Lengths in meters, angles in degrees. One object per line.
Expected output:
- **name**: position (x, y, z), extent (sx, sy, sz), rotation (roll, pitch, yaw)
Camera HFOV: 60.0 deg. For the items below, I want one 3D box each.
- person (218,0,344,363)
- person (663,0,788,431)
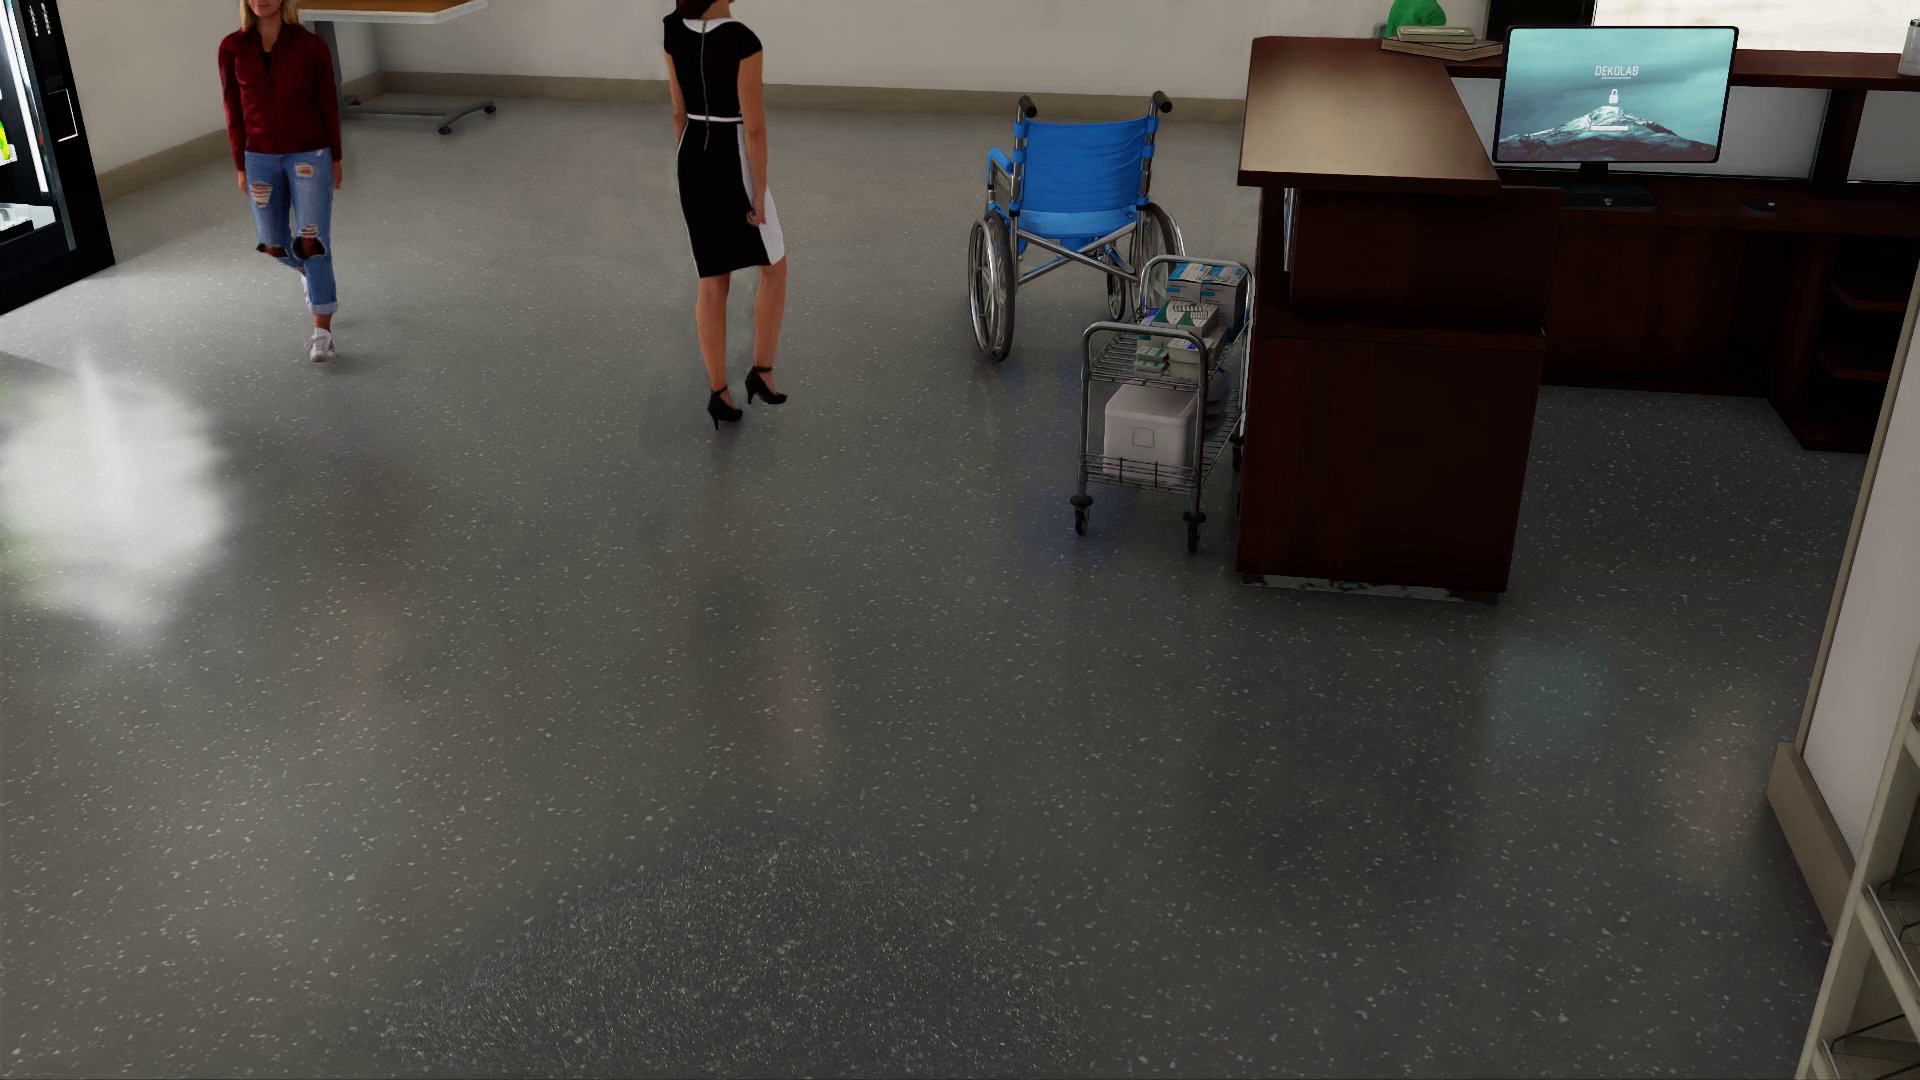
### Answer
- **person**: position (-2.837, -1.609, 7.055), extent (0.794, 1.614, 1.055), rotation (-4, 26, -8)
- **person**: position (-0.912, -1.247, 6.104), extent (0.649, 1.787, 0.683), rotation (9, 27, 18)
